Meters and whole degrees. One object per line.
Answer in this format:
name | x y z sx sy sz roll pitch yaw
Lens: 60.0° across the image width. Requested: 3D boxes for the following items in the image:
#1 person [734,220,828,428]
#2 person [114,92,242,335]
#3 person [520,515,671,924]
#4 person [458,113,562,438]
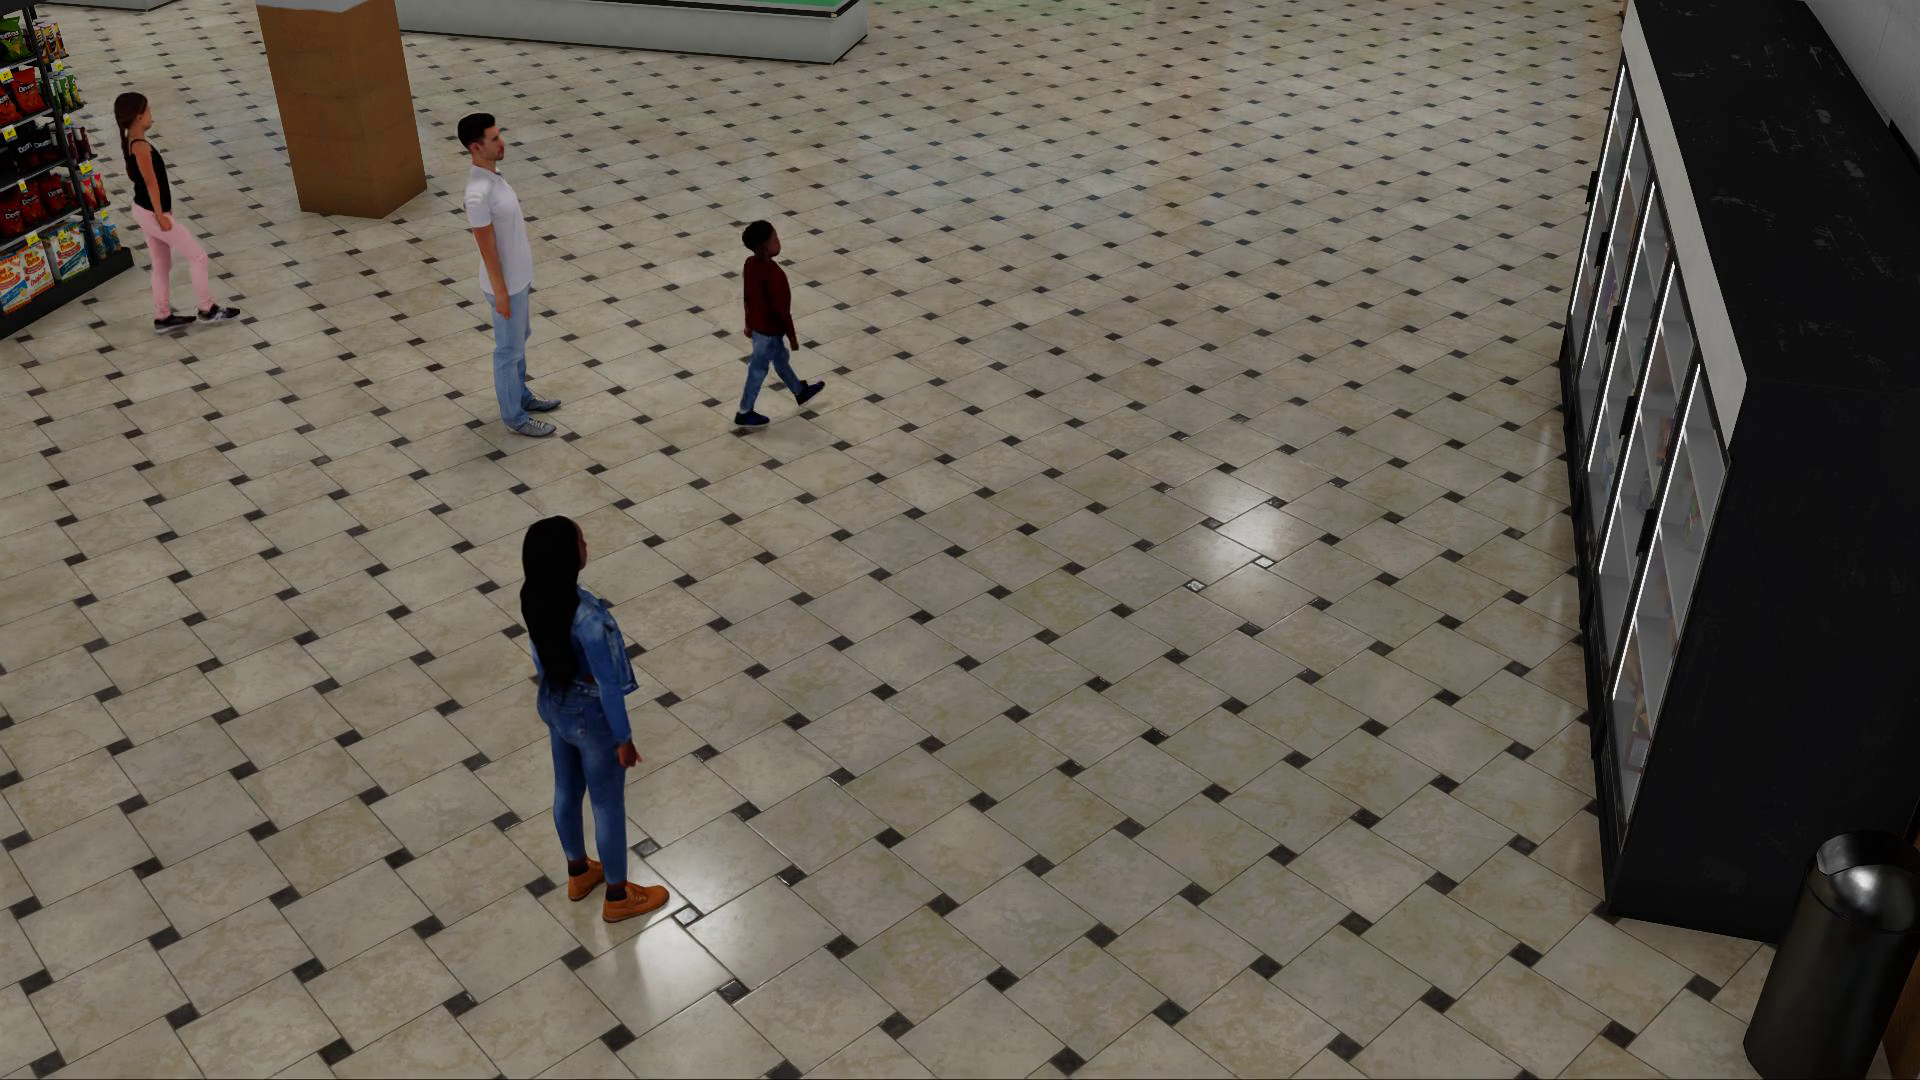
person | -1.162 -1.207 9.535 0.910 1.229 0.850 -17 36 -25
person | -5.178 -2.041 10.575 0.813 1.547 0.788 -24 39 -33
person | -1.385 0.662 6.074 0.620 1.712 0.737 27 41 36
person | -2.577 -1.497 9.398 0.699 1.866 0.747 -3 32 -5
